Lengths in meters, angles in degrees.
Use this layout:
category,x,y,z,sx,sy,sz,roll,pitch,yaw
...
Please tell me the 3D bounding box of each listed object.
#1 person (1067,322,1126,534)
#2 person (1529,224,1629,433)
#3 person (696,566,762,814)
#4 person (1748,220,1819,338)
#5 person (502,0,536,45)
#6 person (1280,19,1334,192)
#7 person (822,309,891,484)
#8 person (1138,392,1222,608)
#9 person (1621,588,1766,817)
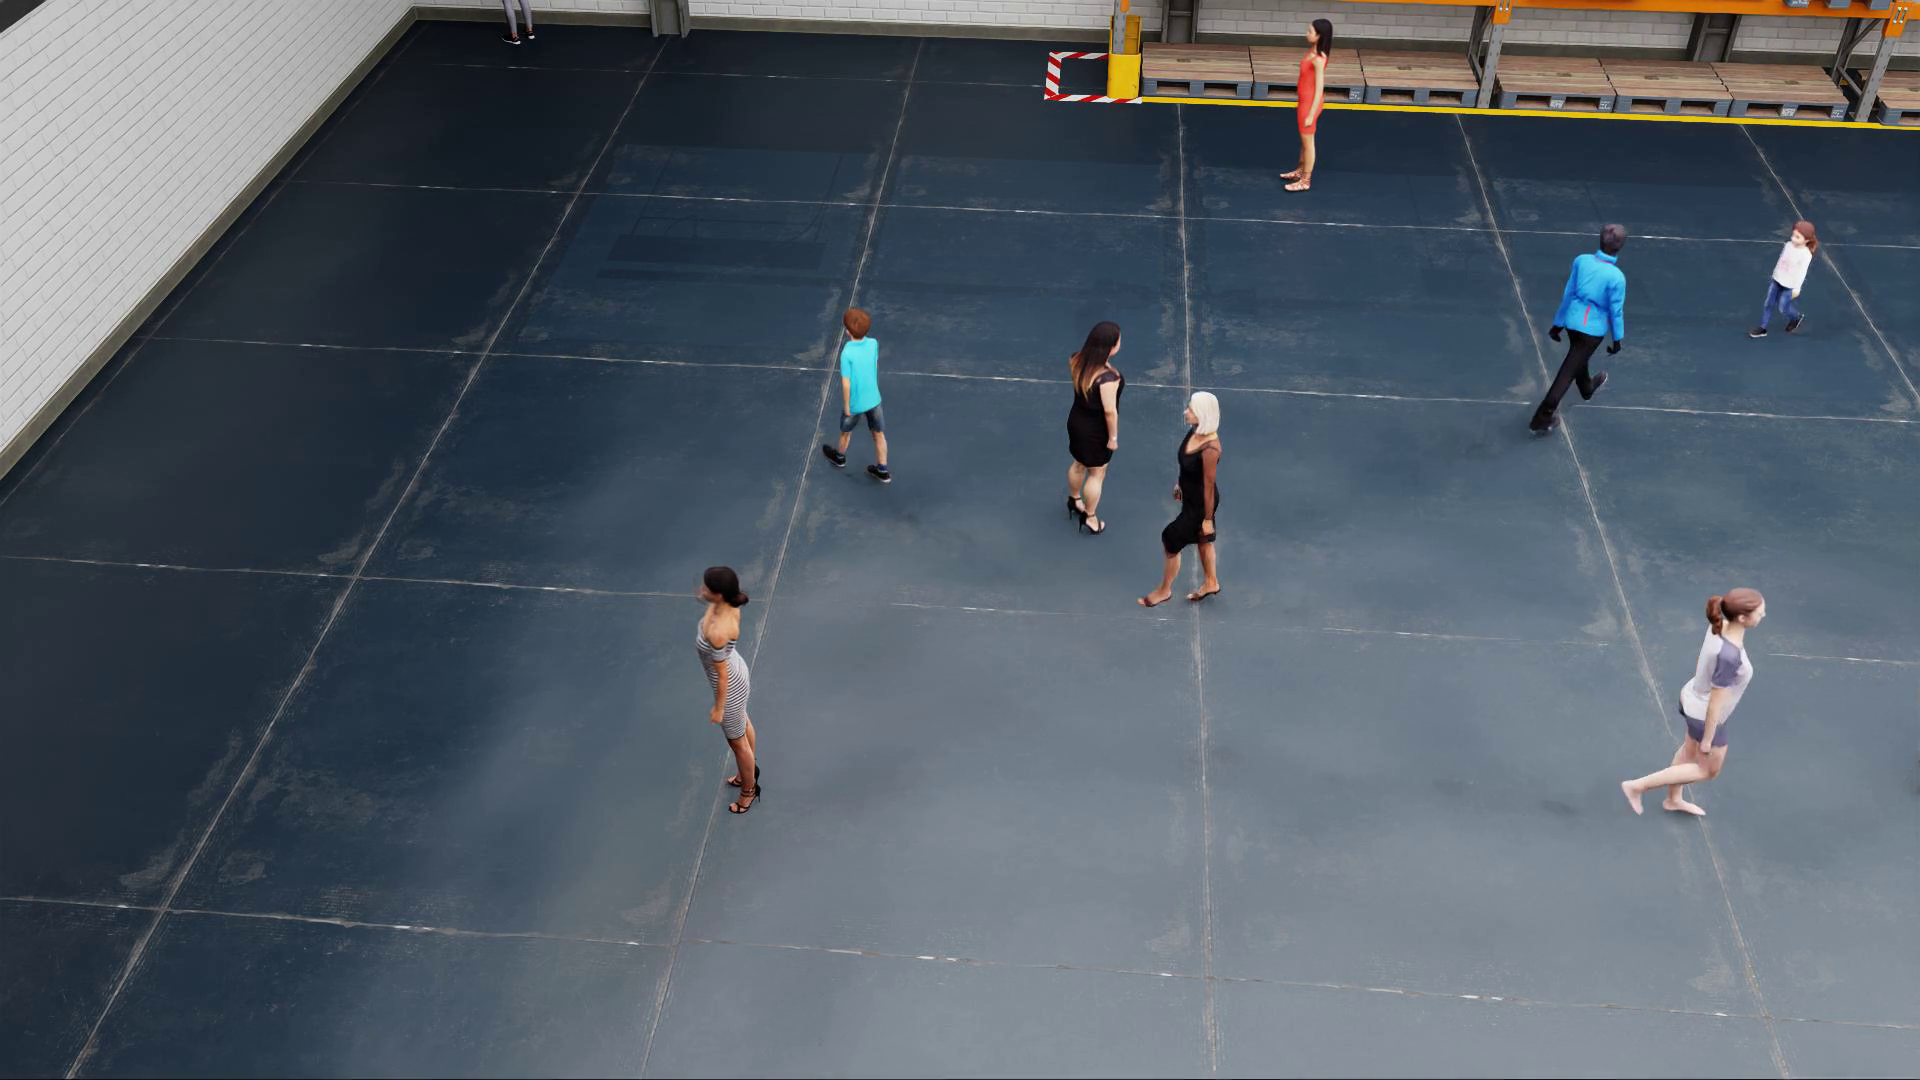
category,x,y,z,sx,sy,sz,roll,pitch,yaw
person,0.941,-0.794,11.873,0.780,1.711,0.747,-20,43,-23
person,4.743,-1.583,12.833,1.232,1.747,1.073,-21,43,-24
person,-1.333,0.865,9.707,0.582,1.823,0.626,-3,39,-4
person,7.069,-2.211,14.137,0.724,1.101,0.583,-11,40,-13
person,-5.208,-6.598,19.131,0.674,1.724,0.634,30,48,32
person,3.409,-4.229,16.168,0.530,1.718,0.584,2,39,2
person,-0.687,-1.037,12.409,0.854,1.422,0.921,-29,47,-31
person,1.677,-0.243,11.175,0.836,1.722,0.681,0,39,0
person,4.230,0.974,9.622,0.796,1.757,0.625,8,39,9
